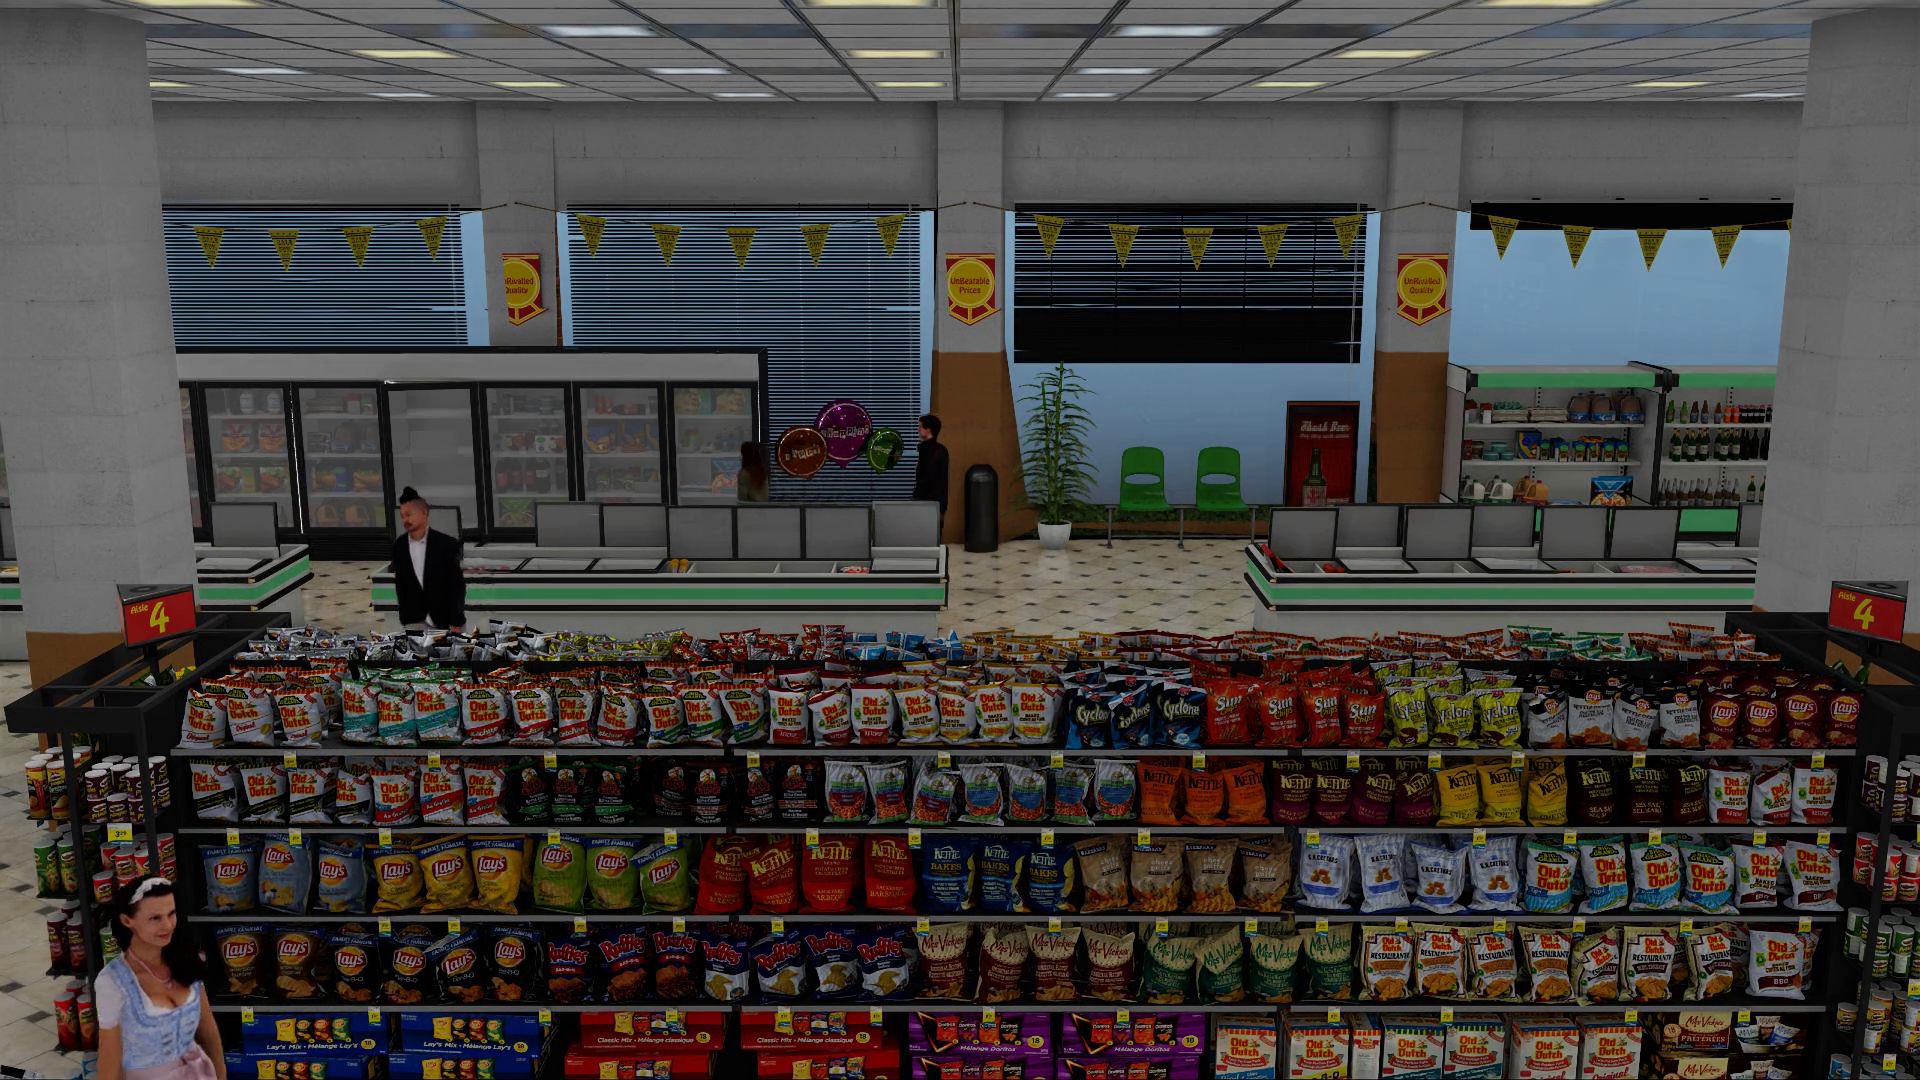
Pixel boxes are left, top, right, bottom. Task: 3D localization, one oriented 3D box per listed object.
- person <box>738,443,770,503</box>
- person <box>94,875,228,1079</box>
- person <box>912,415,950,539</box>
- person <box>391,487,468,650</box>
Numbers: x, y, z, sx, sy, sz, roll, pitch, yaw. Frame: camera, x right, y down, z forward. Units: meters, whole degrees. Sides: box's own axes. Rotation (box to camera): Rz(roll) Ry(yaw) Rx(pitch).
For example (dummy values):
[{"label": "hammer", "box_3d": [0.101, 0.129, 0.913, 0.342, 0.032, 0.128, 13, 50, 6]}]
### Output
[{"label": "person", "box_3d": [-2.093, -0.266, 17.331, 1.066, 1.449, 0.862, 6, 13, 25]}, {"label": "person", "box_3d": [-2.799, 2.001, 5.700, 0.911, 1.803, 0.828, 5, 13, 24]}, {"label": "person", "box_3d": [-0.222, -0.342, 16.763, 0.662, 1.830, 0.761, 1, 12, 7]}, {"label": "person", "box_3d": [-3.862, 0.541, 12.370, 1.018, 1.913, 0.849, 0, 12, -1]}]
